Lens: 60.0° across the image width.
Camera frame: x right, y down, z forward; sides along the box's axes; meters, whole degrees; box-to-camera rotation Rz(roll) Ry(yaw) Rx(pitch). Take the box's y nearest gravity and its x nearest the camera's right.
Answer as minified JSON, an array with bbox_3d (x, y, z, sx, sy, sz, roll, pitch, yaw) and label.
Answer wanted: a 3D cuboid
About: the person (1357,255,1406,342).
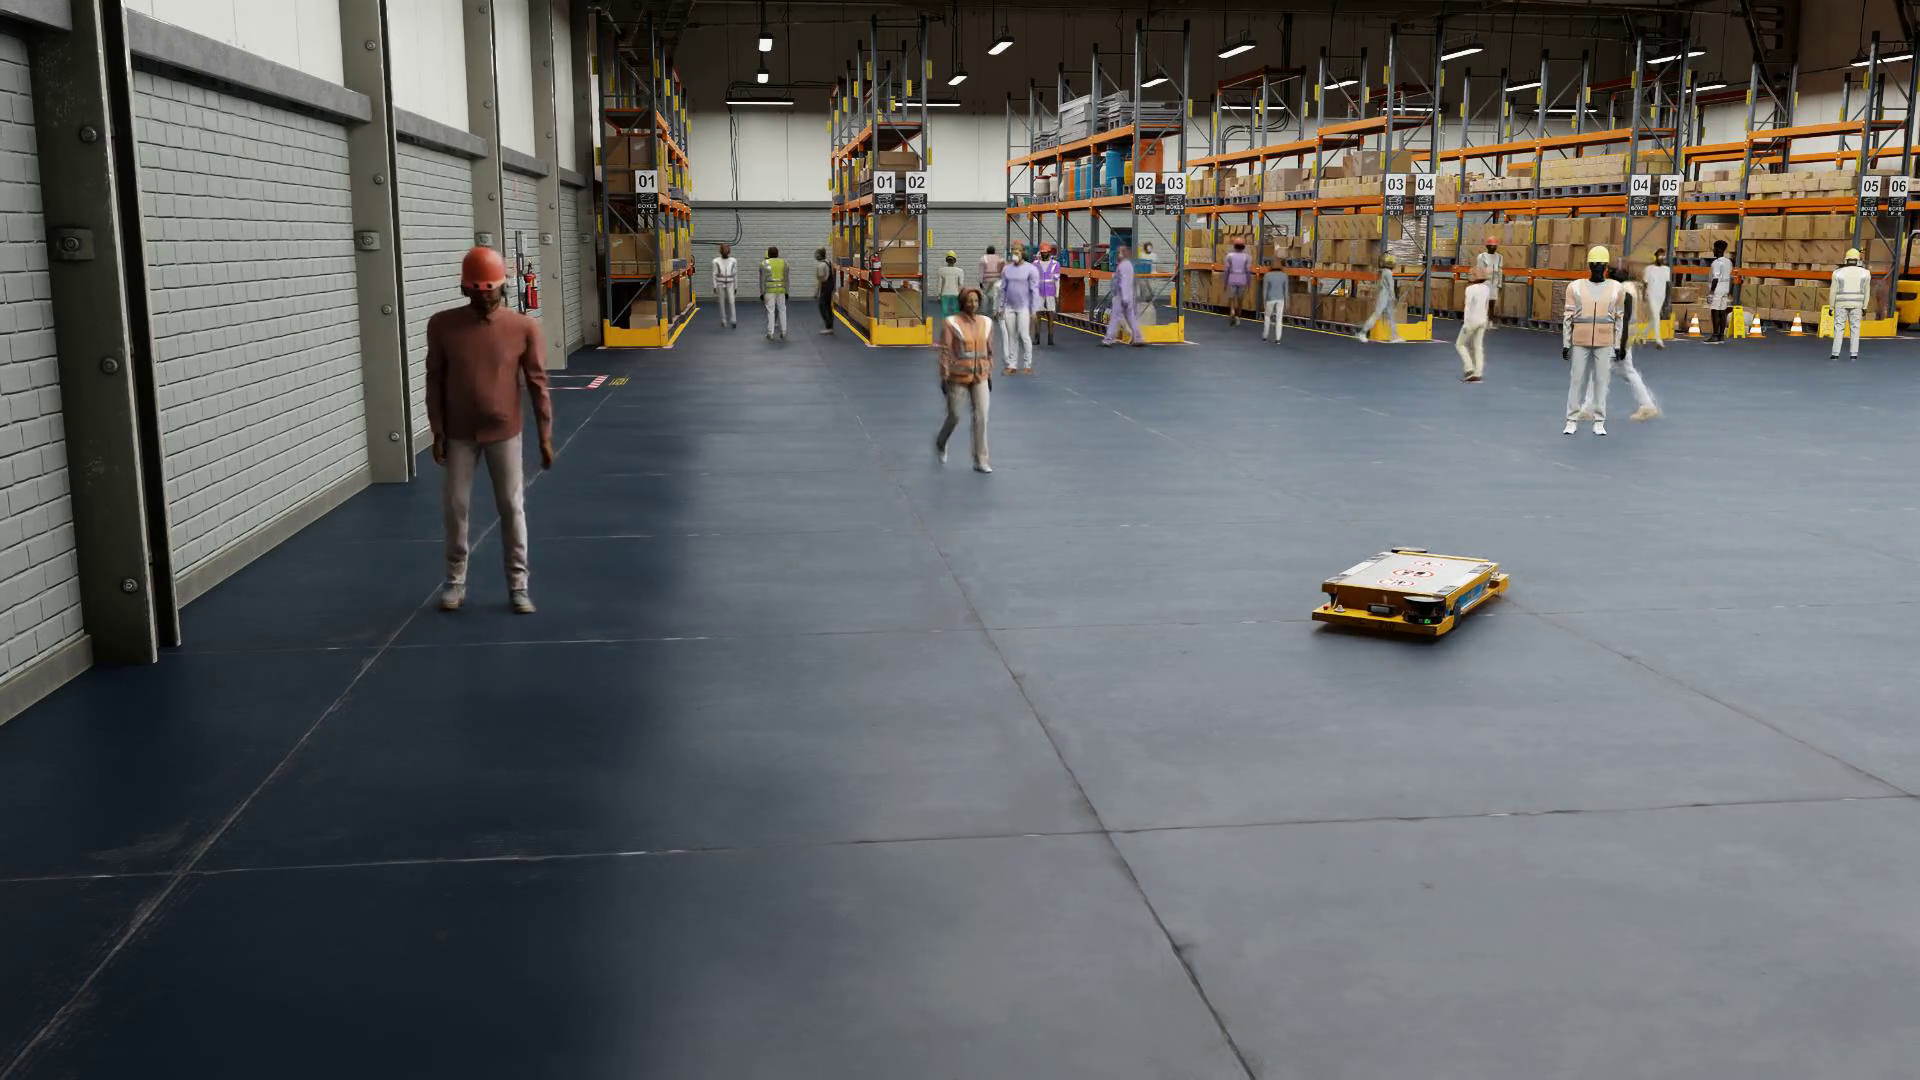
[{"bbox_3d":[8.116,-4.643,32.000,0.906,1.688,0.496,2,10,10],"label":"person"}]

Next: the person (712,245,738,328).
[{"bbox_3d":[-5.198,-5.618,36.917,0.580,1.839,0.962,-3,11,-13],"label":"person"}]

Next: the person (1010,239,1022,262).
[{"bbox_3d":[1.749,-7.959,49.459,0.613,1.961,0.804,-9,14,-41],"label":"person"}]

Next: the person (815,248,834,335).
[{"bbox_3d":[-2.792,-5.174,34.626,0.370,1.806,0.653,3,11,16],"label":"person"}]

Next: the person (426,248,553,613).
[{"bbox_3d":[-2.558,-0.580,8.973,0.710,1.967,0.553,-2,11,-11],"label":"person"}]

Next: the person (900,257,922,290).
[{"bbox_3d":[-1.210,-6.326,40.820,0.583,1.853,0.931,-2,11,-11],"label":"person"}]

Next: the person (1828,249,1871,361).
[{"bbox_3d":[14.526,-3.837,27.198,0.591,1.833,0.403,3,11,16],"label":"person"}]

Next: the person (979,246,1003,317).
[{"bbox_3d":[0.770,-6.561,42.242,0.651,1.791,0.955,-2,11,-12],"label":"person"}]

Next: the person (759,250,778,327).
[{"bbox_3d":[-4.241,-5.624,37.240,0.520,1.740,0.746,-2,11,-12],"label":"person"}]

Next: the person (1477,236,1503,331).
[{"bbox_3d":[11.479,-5.547,36.020,0.606,2.036,0.406,-3,11,-14],"label":"person"}]

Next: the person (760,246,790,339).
[{"bbox_3d":[-3.717,-4.950,33.285,0.629,1.840,0.429,-6,12,-28],"label":"person"}]

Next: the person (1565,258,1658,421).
[{"bbox_3d":[7.247,-2.193,18.280,0.935,1.807,0.627,5,11,25],"label":"person"}]

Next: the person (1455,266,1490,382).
[{"bbox_3d":[7.165,-3.012,23.244,0.538,1.617,0.403,-7,13,-35],"label":"person"}]

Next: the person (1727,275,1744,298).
[{"bbox_3d":[20.904,-7.105,44.893,0.581,1.918,0.405,-2,10,-10],"label":"person"}]

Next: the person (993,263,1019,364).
[{"bbox_3d":[0.768,-3.635,26.665,0.517,1.620,0.665,-3,11,-15],"label":"person"}]

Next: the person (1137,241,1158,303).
[{"bbox_3d":[4.738,-6.607,42.155,0.638,1.923,0.469,-4,11,-20],"label":"person"}]

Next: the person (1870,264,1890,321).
[{"bbox_3d":[19.780,-5.460,36.050,0.655,1.850,1.027,-3,11,-15],"label":"person"}]

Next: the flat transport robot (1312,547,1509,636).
[{"bbox_3d":[2.473,0.259,9.031,0.652,0.197,1.431,6,12,31],"label":"flat transport robot"}]

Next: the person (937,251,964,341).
[{"bbox_3d":[-0.183,-4.739,32.355,0.517,1.757,0.336,1,10,3],"label":"person"}]

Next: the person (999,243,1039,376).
[{"bbox_3d":[0.859,-3.384,24.427,0.634,1.939,0.364,7,13,35],"label":"person"}]

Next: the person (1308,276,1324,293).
[{"bbox_3d":[10.683,-7.998,49.841,0.628,1.893,0.496,8,13,38],"label":"person"}]

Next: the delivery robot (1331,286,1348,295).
[{"bbox_3d":[11.384,-7.327,49.579,0.707,0.478,0.477,4,11,19],"label":"delivery robot"}]

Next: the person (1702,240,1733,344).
[{"bbox_3d":[14.415,-4.713,31.629,0.600,1.967,0.367,-9,13,-40],"label":"person"}]

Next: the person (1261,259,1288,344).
[{"bbox_3d":[5.999,-4.551,31.755,0.520,1.605,0.762,0,10,-1],"label":"person"}]

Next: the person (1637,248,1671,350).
[{"bbox_3d":[12.633,-4.384,30.205,0.529,1.833,0.926,-2,11,-12],"label":"person"}]

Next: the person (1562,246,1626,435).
[{"bbox_3d":[6.491,-2.038,17.070,0.588,1.930,0.364,3,11,17],"label":"person"}]

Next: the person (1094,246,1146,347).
[{"bbox_3d":[2.991,-4.457,30.558,0.940,1.864,0.652,3,11,17],"label":"person"}]

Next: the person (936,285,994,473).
[{"bbox_3d":[0.039,-1.410,14.499,0.525,1.617,0.705,-5,11,-26],"label":"person"}]

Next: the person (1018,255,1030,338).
[{"bbox_3d":[1.207,-4.895,33.487,0.353,1.660,0.609,-6,12,-32],"label":"person"}]

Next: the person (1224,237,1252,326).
[{"bbox_3d":[6.305,-5.852,37.722,0.624,2.023,0.584,2,11,11],"label":"person"}]

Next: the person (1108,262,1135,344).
[{"bbox_3d":[3.081,-4.491,31.414,0.543,1.609,0.720,-8,13,-37],"label":"person"}]

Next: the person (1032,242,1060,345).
[{"bbox_3d":[1.597,-4.631,31.270,0.551,1.932,0.378,1,10,7],"label":"person"}]
